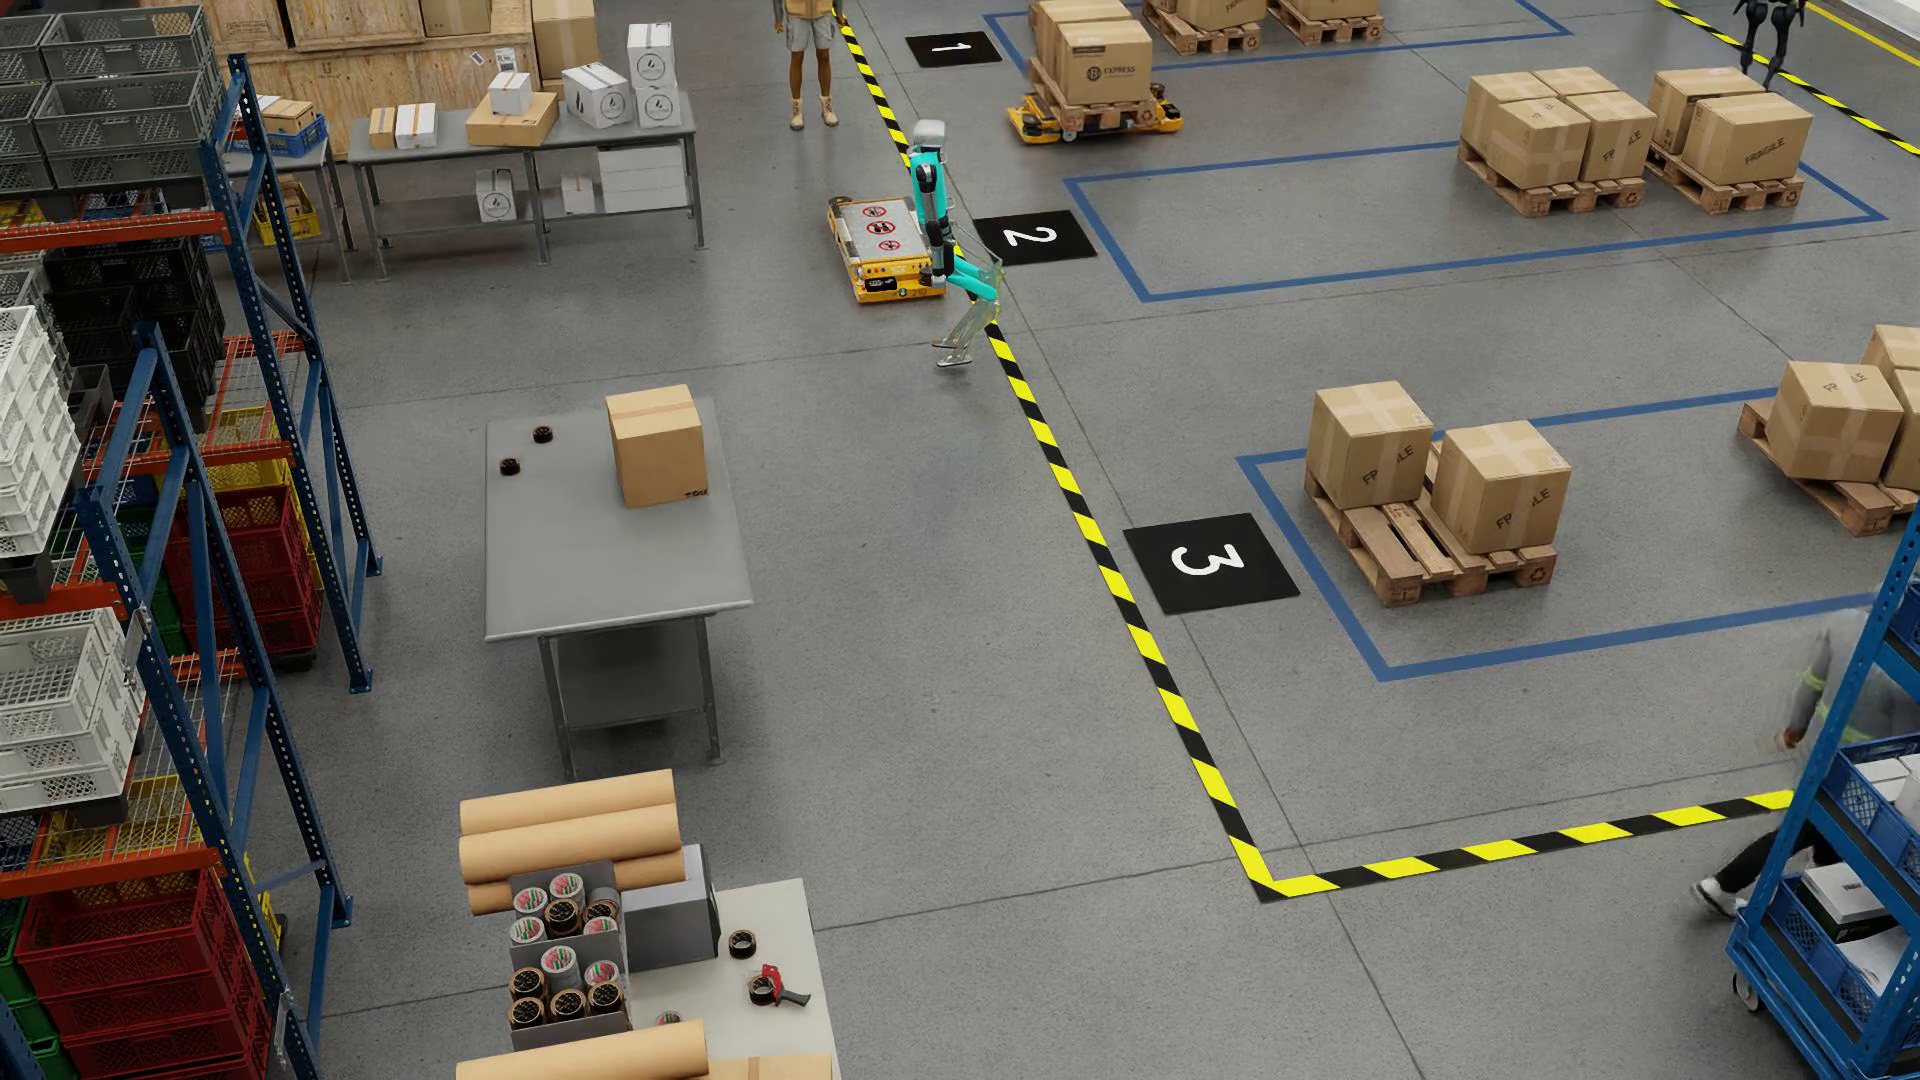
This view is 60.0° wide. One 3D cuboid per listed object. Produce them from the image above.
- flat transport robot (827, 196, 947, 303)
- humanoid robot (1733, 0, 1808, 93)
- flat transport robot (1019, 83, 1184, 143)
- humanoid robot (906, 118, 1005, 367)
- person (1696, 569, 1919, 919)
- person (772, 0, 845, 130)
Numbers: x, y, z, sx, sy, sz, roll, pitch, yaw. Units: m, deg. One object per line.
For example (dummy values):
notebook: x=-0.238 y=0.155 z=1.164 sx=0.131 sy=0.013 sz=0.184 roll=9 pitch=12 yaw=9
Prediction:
flat transport robot: x=-0.570 y=-2.220 z=12.538 sx=0.659 sy=0.231 sz=1.431 roll=-8 pitch=37 yaw=-10
humanoid robot: x=7.227 y=-4.781 z=14.804 sx=0.613 sy=1.647 sz=0.462 roll=22 pitch=42 yaw=27
flat transport robot: x=1.183 y=-3.750 z=14.571 sx=1.431 sy=0.197 sz=0.652 roll=-8 pitch=37 yaw=-10
humanoid robot: x=0.032 y=-1.913 z=10.785 sx=0.735 sy=1.674 sz=0.533 roll=-2 pitch=37 yaw=-2
person: x=3.730 y=0.883 z=7.073 sx=0.908 sy=1.814 sz=0.594 roll=-4 pitch=37 yaw=-6
person: x=-1.279 y=-4.499 z=14.117 sx=0.615 sy=2.039 sz=0.379 roll=-8 pitch=37 yaw=-11
